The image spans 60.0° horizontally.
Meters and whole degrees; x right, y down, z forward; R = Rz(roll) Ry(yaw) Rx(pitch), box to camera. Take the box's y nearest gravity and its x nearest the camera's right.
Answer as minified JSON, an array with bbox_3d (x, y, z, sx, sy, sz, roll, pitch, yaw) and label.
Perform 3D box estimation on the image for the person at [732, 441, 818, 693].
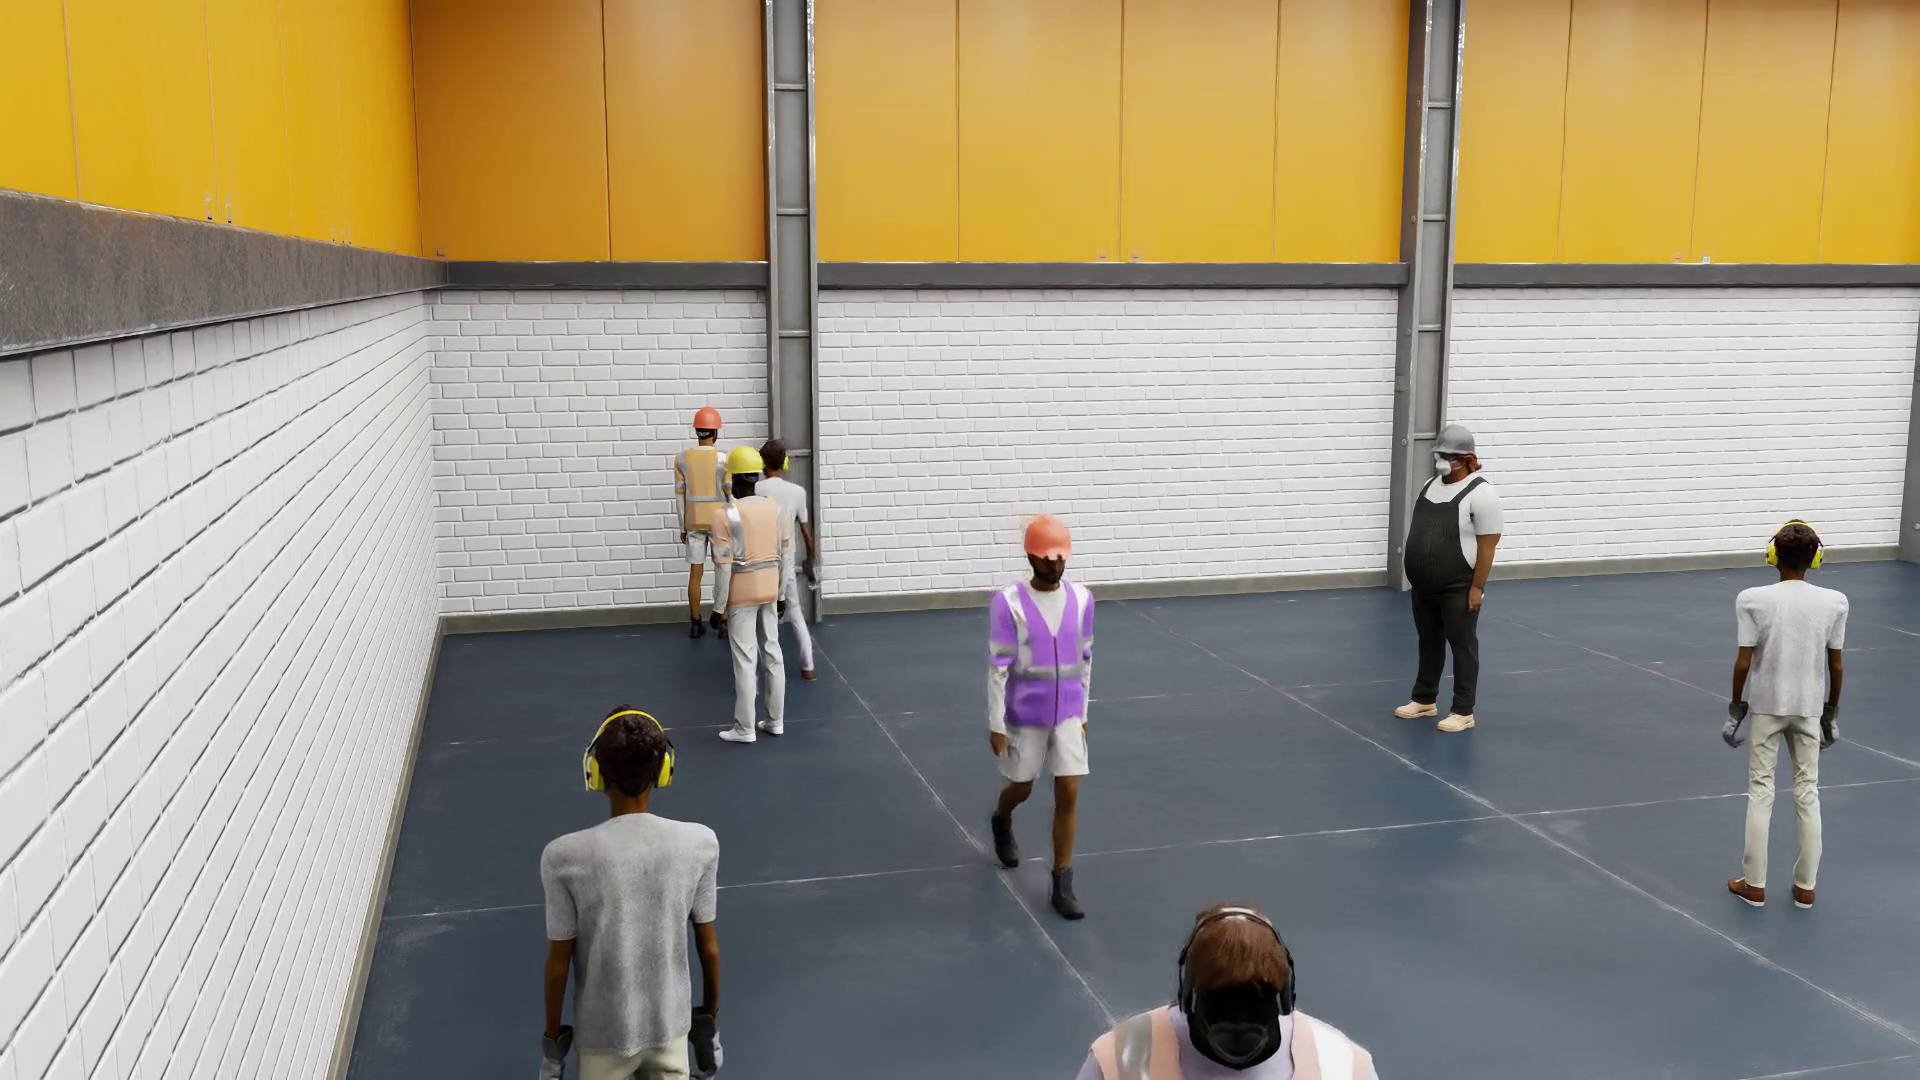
[{"bbox_3d":[-1.331,0.190,12.173,0.744,1.820,0.539,-5,10,-29],"label":"person"}]

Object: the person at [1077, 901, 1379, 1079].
[{"bbox_3d":[0.532,1.601,3.281,0.636,1.837,0.477,0,9,0],"label":"person"}]

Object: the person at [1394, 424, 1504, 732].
[{"bbox_3d":[3.224,0.245,11.092,0.537,2.000,0.682,-5,10,-28],"label":"person"}]

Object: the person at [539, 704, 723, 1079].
[{"bbox_3d":[-0.911,1.377,4.603,0.514,1.866,0.333,-5,10,-26],"label":"person"}]

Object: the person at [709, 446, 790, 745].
[{"bbox_3d":[-1.364,0.356,10.748,0.585,1.929,0.370,-9,12,-43],"label":"person"}]

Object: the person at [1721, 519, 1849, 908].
[{"bbox_3d":[3.934,0.831,7.966,0.521,1.873,0.335,2,9,13],"label":"person"}]

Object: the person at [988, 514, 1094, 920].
[{"bbox_3d":[0.372,0.800,8.068,0.552,1.908,0.867,-3,10,-19],"label":"person"}]

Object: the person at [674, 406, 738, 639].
[{"bbox_3d":[-2.082,-0.137,13.799,0.545,1.938,0.361,1,9,9],"label":"person"}]
